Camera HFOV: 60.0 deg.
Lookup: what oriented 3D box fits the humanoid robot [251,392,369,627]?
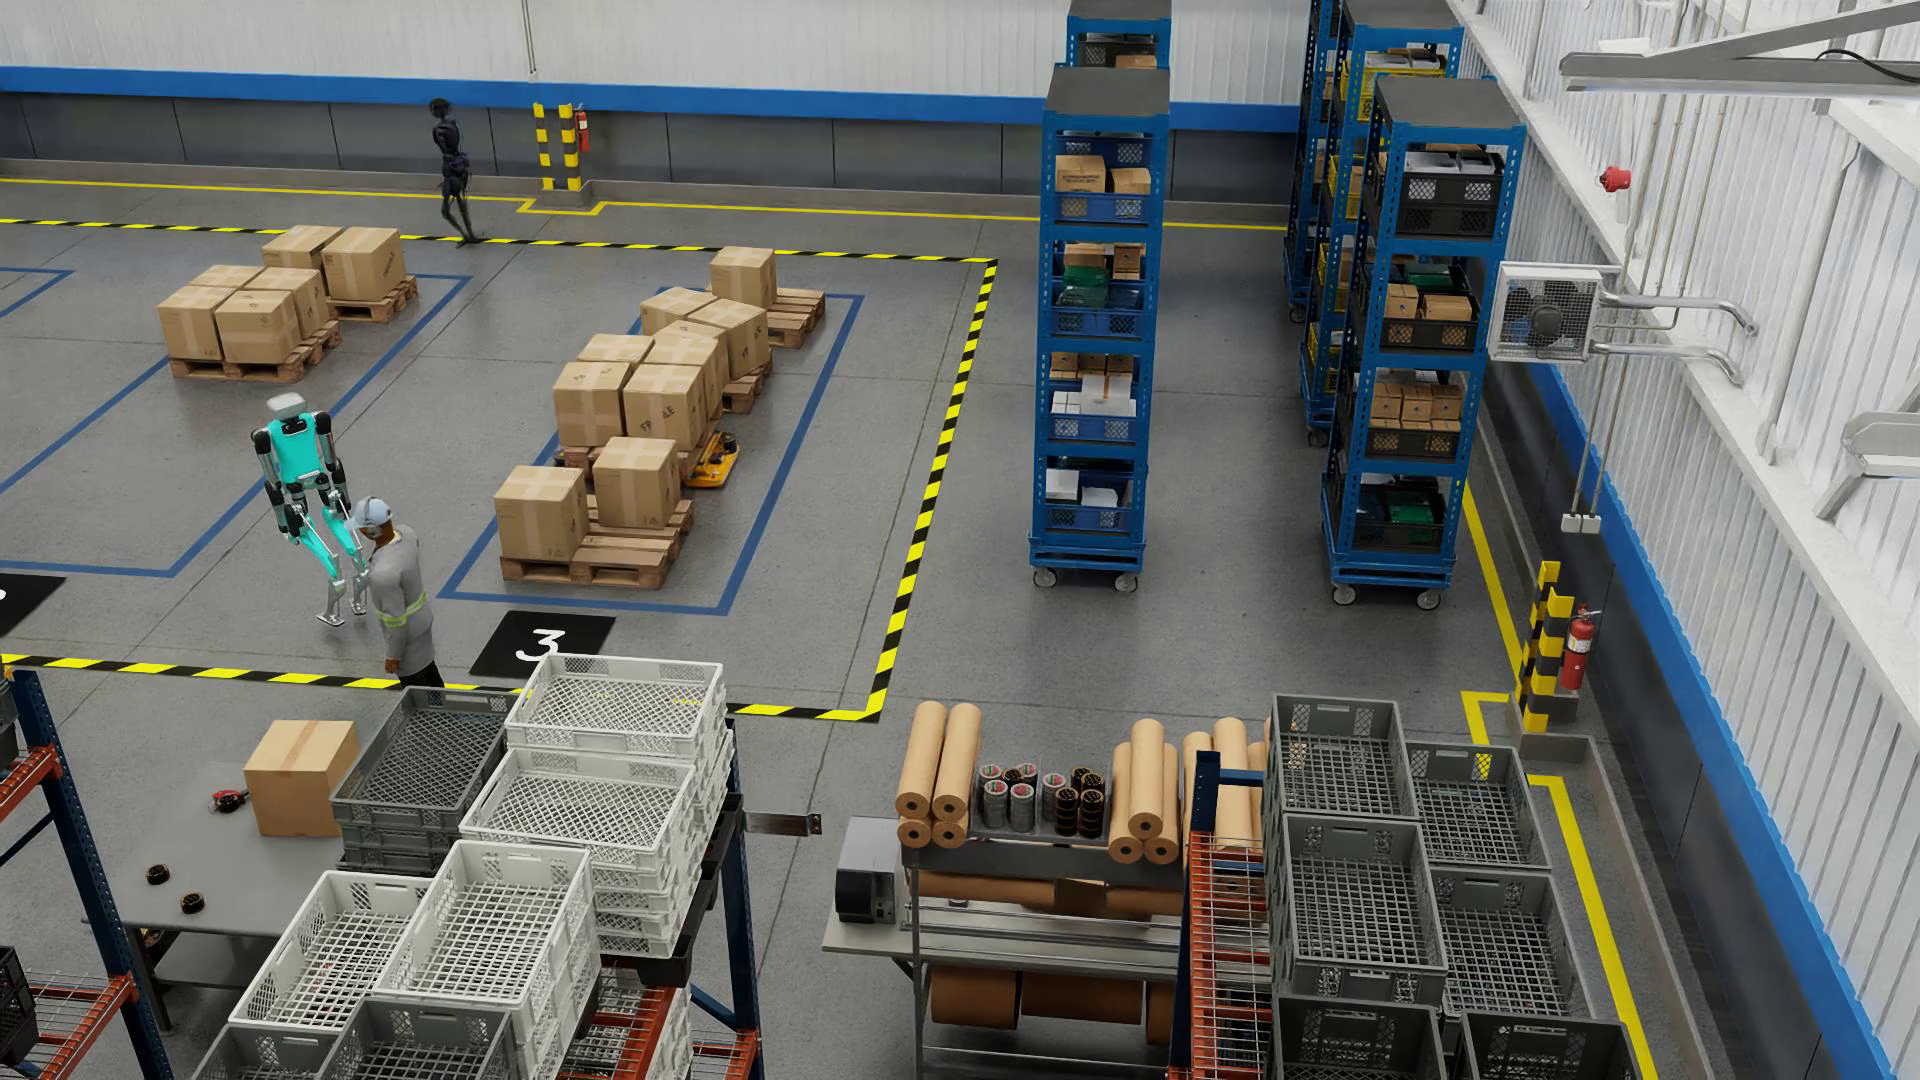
[{"bbox_3d":[-4.332,-0.148,11.338,0.533,1.674,0.735,-25,38,-36],"label":"humanoid robot"}]

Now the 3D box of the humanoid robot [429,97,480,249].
[{"bbox_3d":[-5.539,-4.015,18.167,0.335,1.643,0.615,-1,30,-2],"label":"humanoid robot"}]

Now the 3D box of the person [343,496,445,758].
[{"bbox_3d":[-3.426,0.546,10.166,0.398,1.848,0.587,-2,30,-3],"label":"person"}]

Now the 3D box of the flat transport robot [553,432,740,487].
[{"bbox_3d":[-2.613,-0.711,13.866,1.431,0.197,0.652,3,30,6],"label":"flat transport robot"}]

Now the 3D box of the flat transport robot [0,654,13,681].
[{"bbox_3d":[-7.142,0.969,11.010,1.431,0.231,0.659,3,30,6],"label":"flat transport robot"}]
